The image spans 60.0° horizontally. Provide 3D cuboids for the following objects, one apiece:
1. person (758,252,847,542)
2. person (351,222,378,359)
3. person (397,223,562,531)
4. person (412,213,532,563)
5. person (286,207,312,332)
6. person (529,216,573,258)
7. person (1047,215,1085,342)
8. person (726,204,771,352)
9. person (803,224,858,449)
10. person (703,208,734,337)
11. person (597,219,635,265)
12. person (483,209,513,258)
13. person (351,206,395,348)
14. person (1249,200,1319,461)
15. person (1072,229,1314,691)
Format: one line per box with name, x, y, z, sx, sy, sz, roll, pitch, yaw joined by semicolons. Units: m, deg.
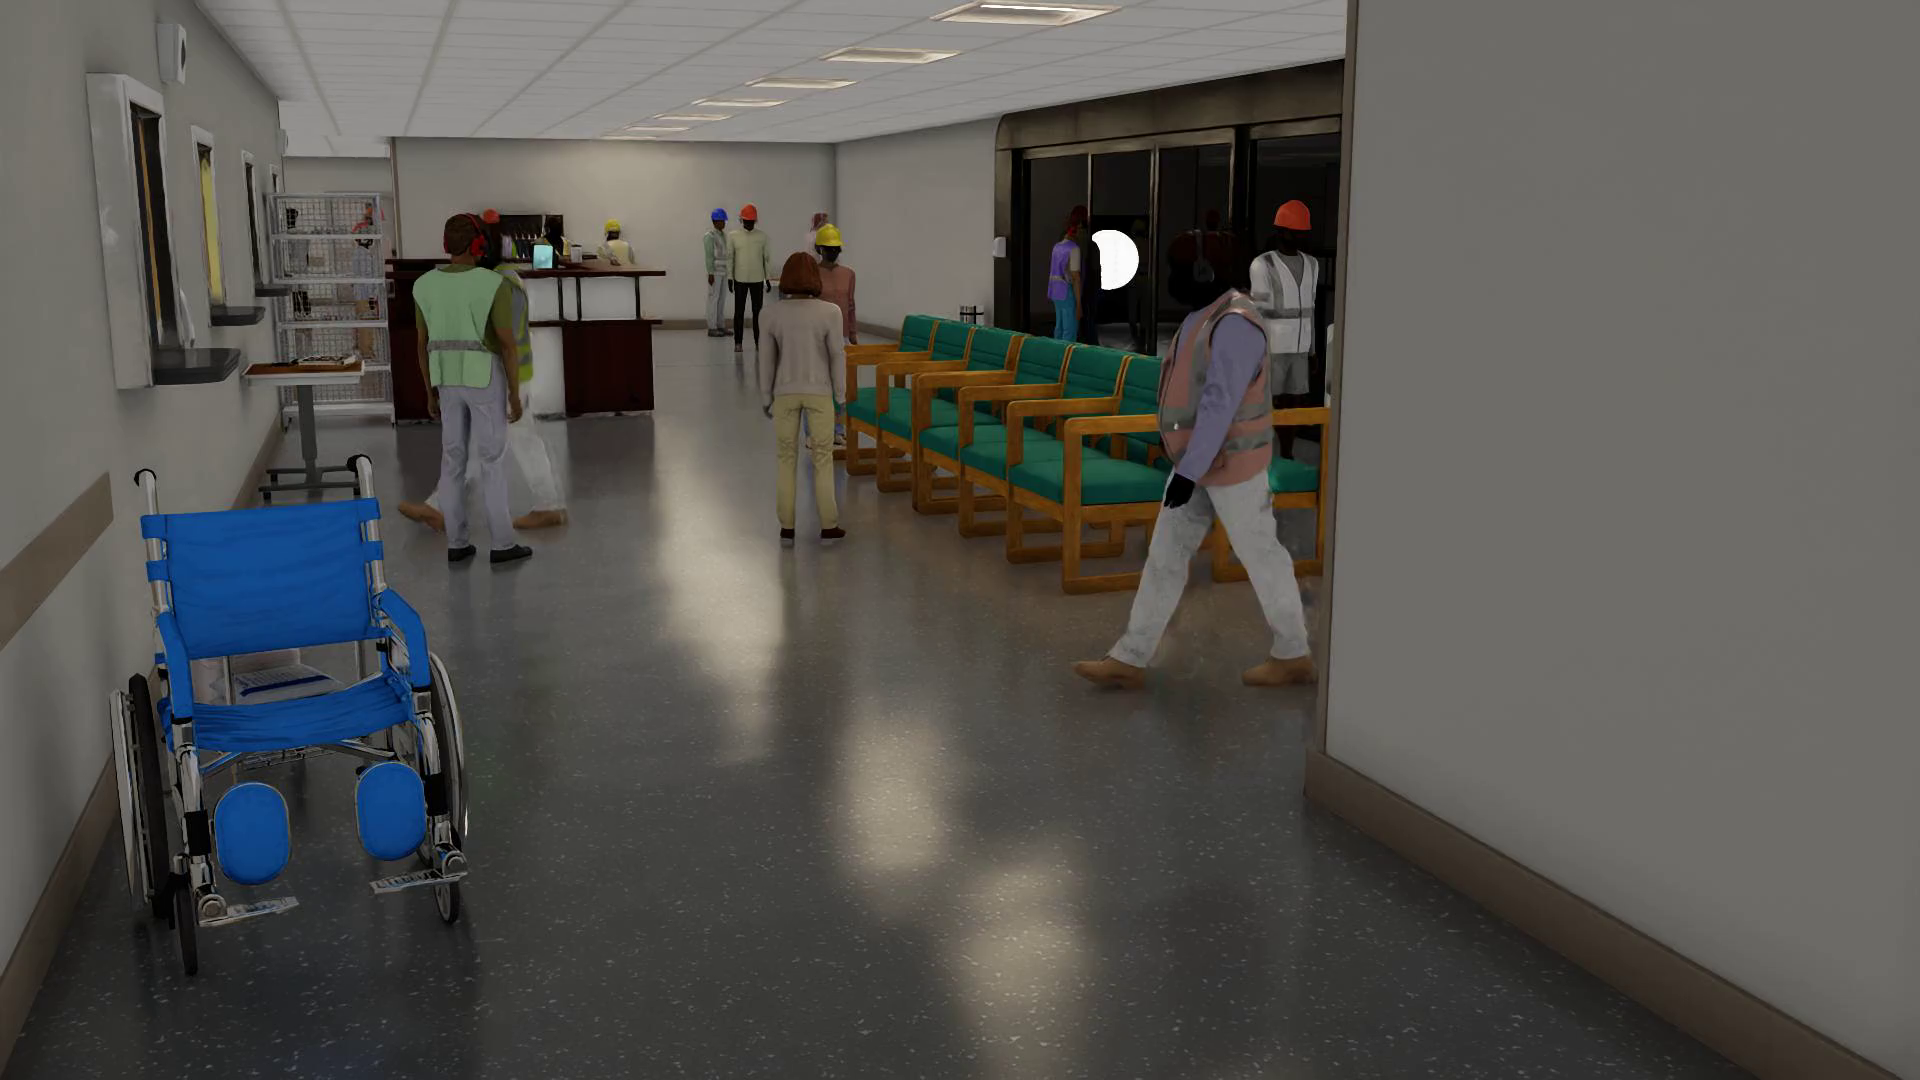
person;-0.881;-0.798;9.384;0.498;1.634;0.280;1;11;7
person;-7.287;-3.018;20.459;0.319;1.756;0.563;-6;13;-30
person;-2.776;-0.919;9.605;0.950;1.790;0.635;-7;13;-32
person;-2.594;-0.791;8.803;0.563;1.847;0.390;2;11;13
person;-10.539;-4.271;26.348;0.361;1.964;0.613;3;11;15
person;-5.001;-3.082;20.602;0.430;1.838;0.625;9;14;40
person;1.145;-2.561;17.888;0.377;1.844;0.567;-4;12;-21
person;-2.864;-3.549;22.594;0.609;1.986;0.390;-3;12;-17
person;-1.031;-1.602;13.174;0.533;1.767;0.326;-8;13;-35
person;-3.693;-4.092;25.479;0.403;1.945;0.614;4;12;19
person;-4.716;-3.531;23.002;0.594;1.802;0.848;-11;15;-43
person;-6.503;-3.635;23.197;0.545;1.931;0.377;-2;11;-9
person;-8.116;-3.627;23.028;0.662;1.976;0.579;3;11;14
person;2.193;-1.295;11.159;0.553;1.934;0.364;-6;13;-29
person;0.957;-0.284;6.385;0.981;1.782;0.605;-3;11;-13
